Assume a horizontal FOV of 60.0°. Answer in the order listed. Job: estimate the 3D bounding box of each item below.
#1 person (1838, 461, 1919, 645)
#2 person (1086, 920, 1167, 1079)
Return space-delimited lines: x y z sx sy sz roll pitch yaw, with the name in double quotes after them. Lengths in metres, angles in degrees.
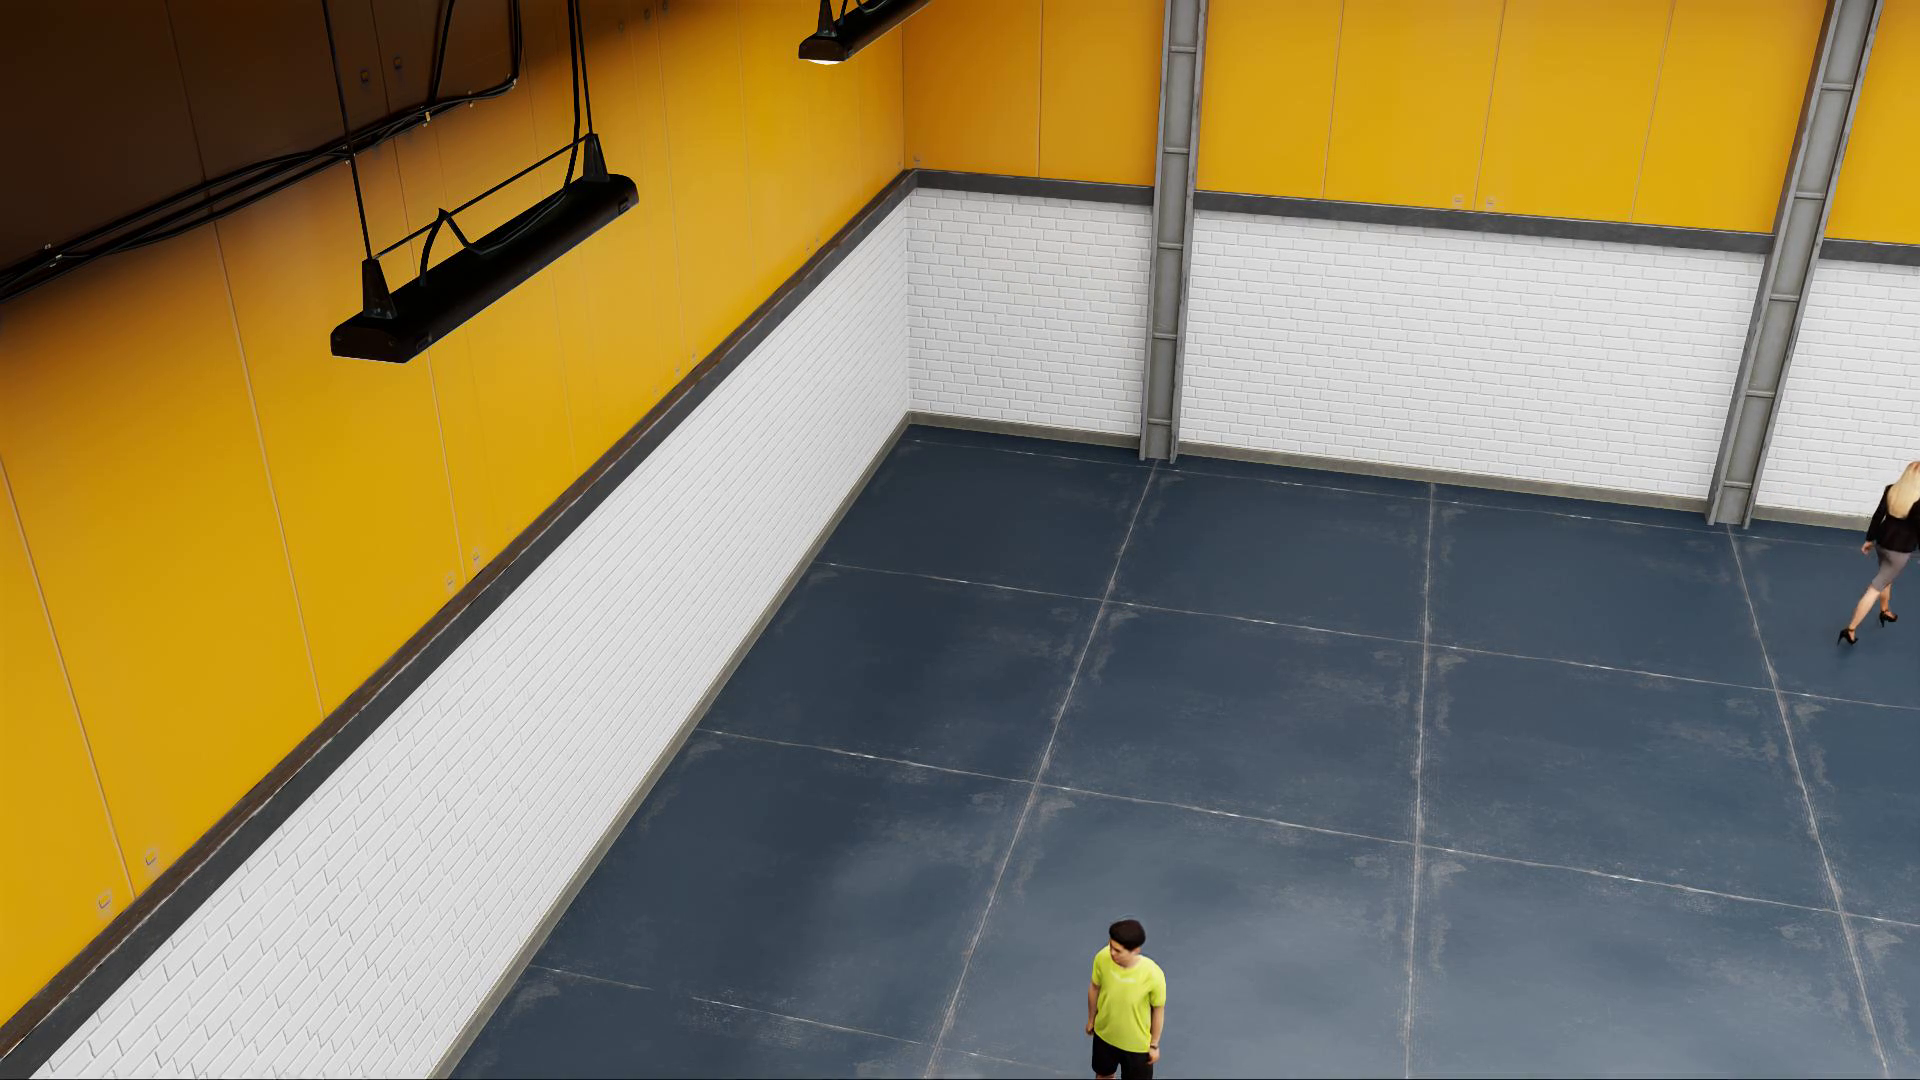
8.251 0.166 14.875 1.106 1.805 0.992 -11 31 -20 "person"
0.984 2.948 9.959 0.543 1.628 0.738 15 32 26 "person"
